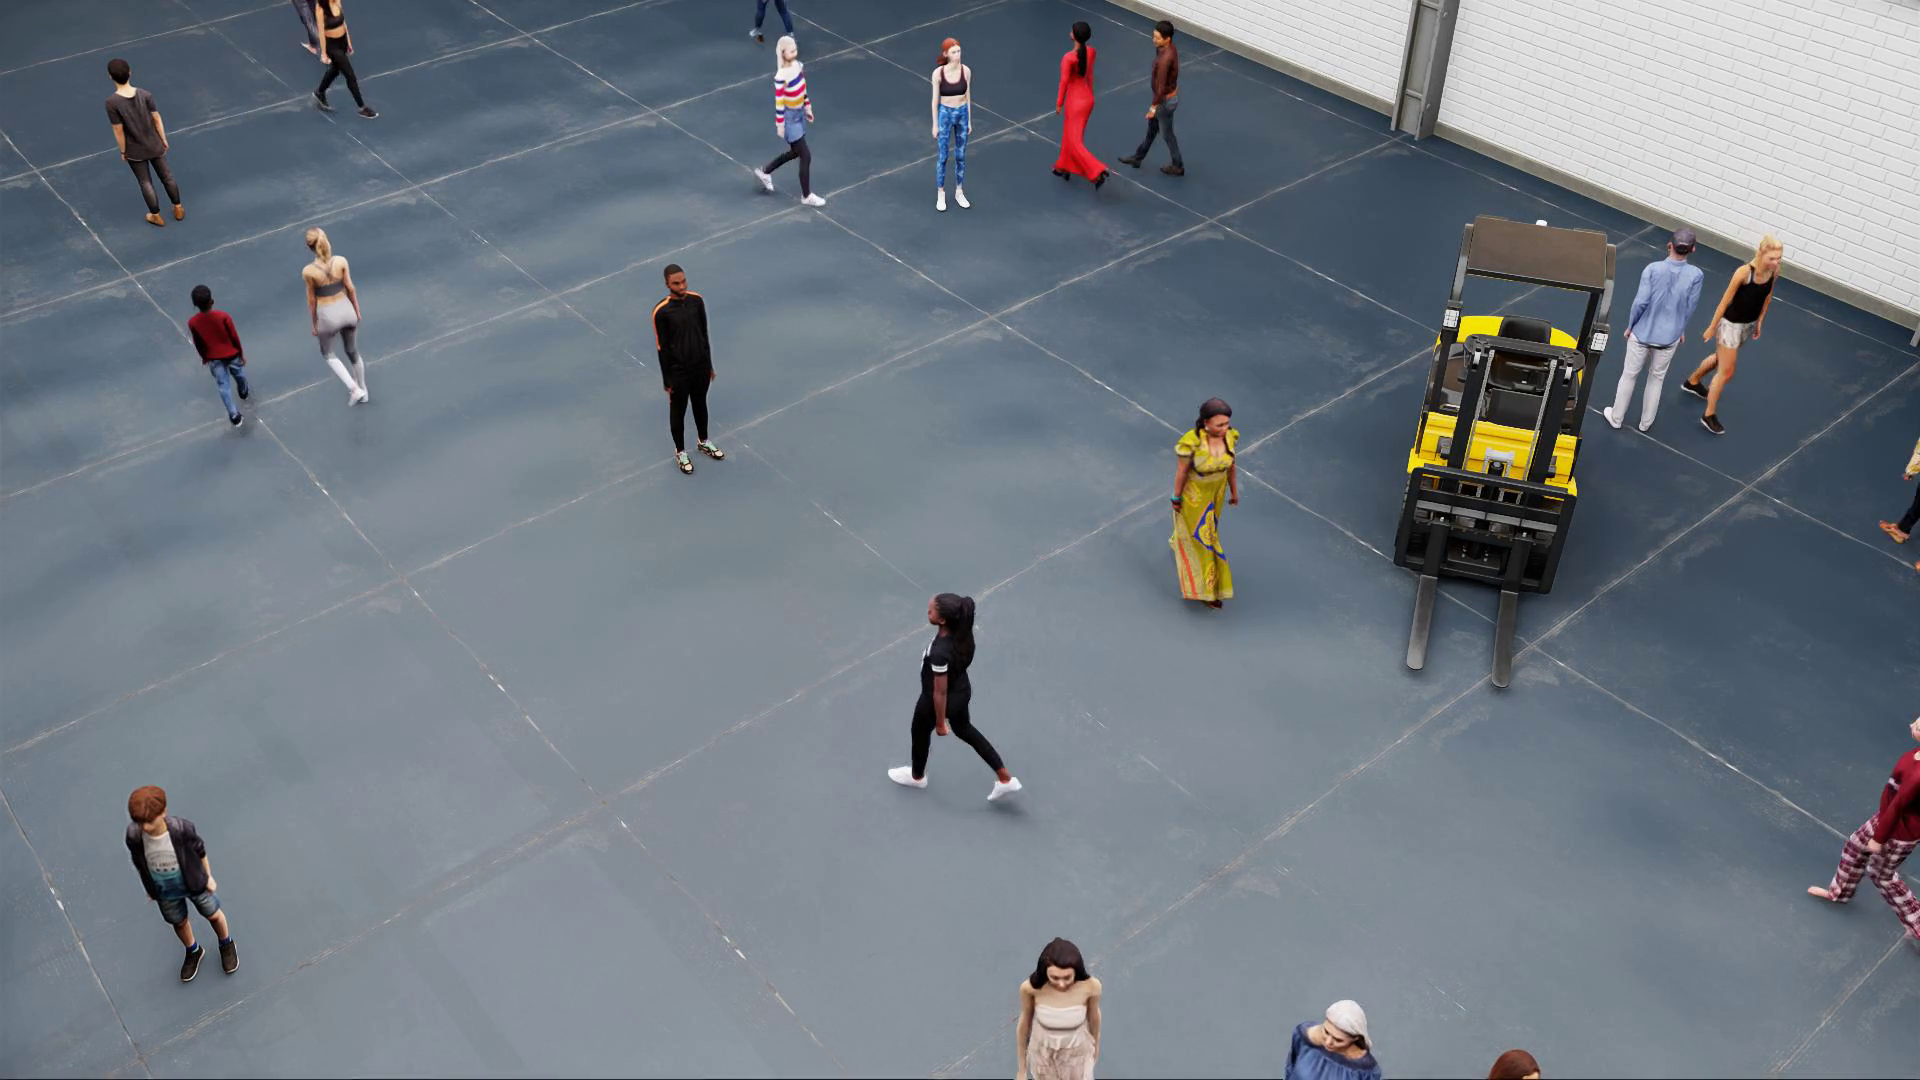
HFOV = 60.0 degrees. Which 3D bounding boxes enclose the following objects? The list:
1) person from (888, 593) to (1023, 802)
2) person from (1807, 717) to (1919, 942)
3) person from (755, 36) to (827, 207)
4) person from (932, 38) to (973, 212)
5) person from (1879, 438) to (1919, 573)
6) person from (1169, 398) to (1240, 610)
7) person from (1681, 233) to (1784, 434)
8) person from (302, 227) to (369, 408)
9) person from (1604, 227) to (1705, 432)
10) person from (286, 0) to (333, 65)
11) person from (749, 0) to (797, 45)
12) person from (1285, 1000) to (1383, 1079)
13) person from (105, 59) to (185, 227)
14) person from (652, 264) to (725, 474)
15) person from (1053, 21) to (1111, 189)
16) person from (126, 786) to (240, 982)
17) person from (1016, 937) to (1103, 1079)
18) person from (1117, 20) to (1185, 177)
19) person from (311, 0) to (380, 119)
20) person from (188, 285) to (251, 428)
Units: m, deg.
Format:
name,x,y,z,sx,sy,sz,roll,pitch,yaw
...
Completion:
name,x,y,z,sx,sy,sz,roll,pitch,yaw
person,-0.008,1.012,10.419,1.221,1.698,0.962,15,41,18
person,5.514,1.671,9.615,0.992,1.672,0.760,29,47,31
person,-1.782,-4.291,16.990,1.156,1.785,0.992,11,40,14
person,-0.077,-4.230,16.924,0.661,1.782,0.692,-10,40,-12
person,7.353,-0.435,12.300,0.872,1.612,1.008,-10,40,-12
person,1.740,-0.366,12.211,0.815,1.626,1.198,-21,43,-24
person,6.432,-1.819,13.882,0.817,1.800,1.021,-15,41,-18
person,-5.225,-1.819,13.969,0.580,1.693,0.731,-23,44,-26
person,5.736,-1.728,13.698,0.717,1.888,0.803,7,39,9
person,-7.822,-6.568,19.868,1.007,1.751,0.814,25,45,28
person,-2.231,-6.690,20.162,1.058,1.574,0.697,32,48,33
person,1.830,2.781,8.230,1.017,1.676,0.785,28,46,30
person,-8.187,-3.981,16.656,0.616,1.717,0.538,-26,46,-29
person,-2.204,-1.403,13.354,0.607,1.808,0.509,-28,46,-30
person,1.267,-4.459,17.225,1.054,1.764,0.730,28,47,31
person,-4.440,1.935,9.466,0.613,1.446,0.635,-8,39,-10
person,0.509,2.529,8.500,0.677,1.723,0.740,2,39,2
person,2.225,-4.568,17.380,1.109,1.731,1.038,8,39,9
person,-7.091,-5.544,18.703,1.167,1.606,0.952,12,40,14
person,-6.208,-1.519,13.971,0.678,1.221,0.957,-13,41,-16
